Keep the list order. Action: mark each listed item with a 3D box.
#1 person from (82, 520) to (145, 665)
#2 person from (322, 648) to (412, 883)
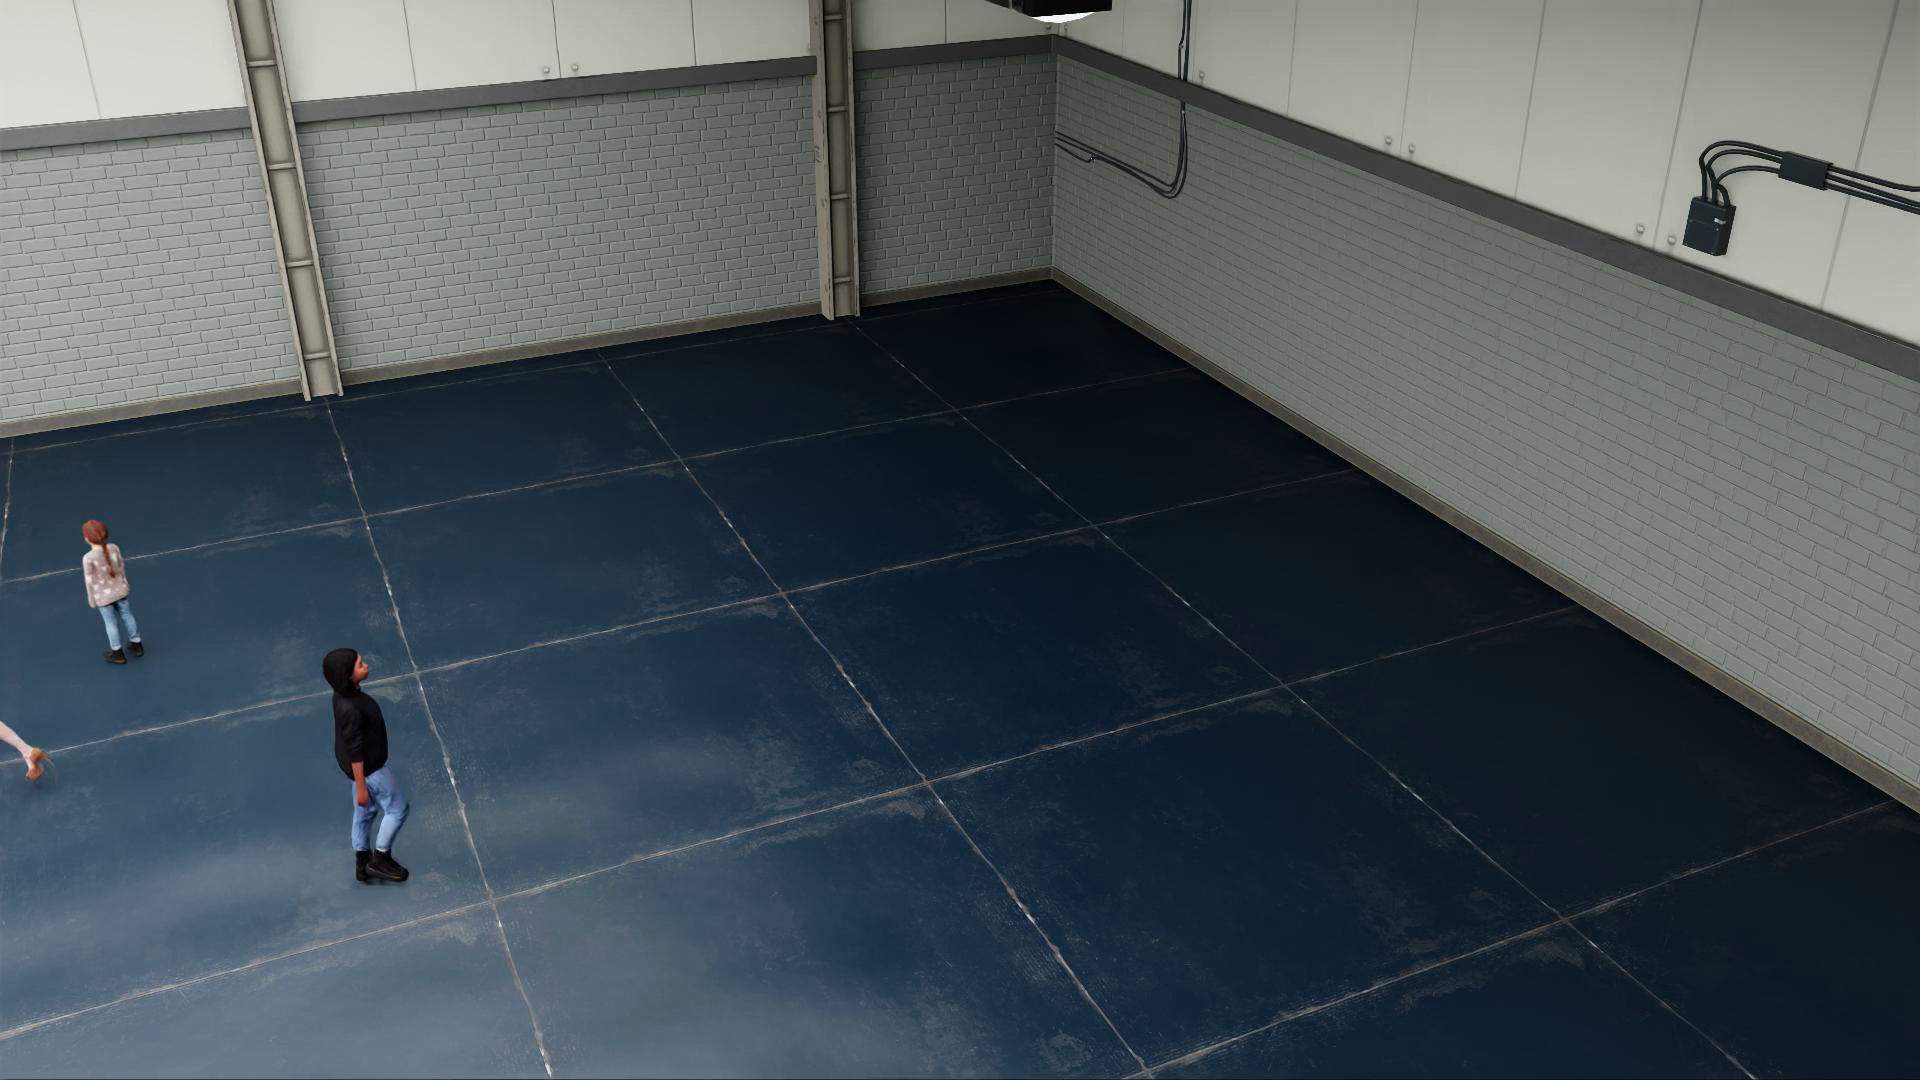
[{"bbox_3d":[-6.558,0.393,12.833,0.614,1.193,0.530,17,32,29],"label":"person"},{"bbox_3d":[-3.765,1.444,10.261,0.610,1.680,0.597,-14,30,-25],"label":"person"}]
